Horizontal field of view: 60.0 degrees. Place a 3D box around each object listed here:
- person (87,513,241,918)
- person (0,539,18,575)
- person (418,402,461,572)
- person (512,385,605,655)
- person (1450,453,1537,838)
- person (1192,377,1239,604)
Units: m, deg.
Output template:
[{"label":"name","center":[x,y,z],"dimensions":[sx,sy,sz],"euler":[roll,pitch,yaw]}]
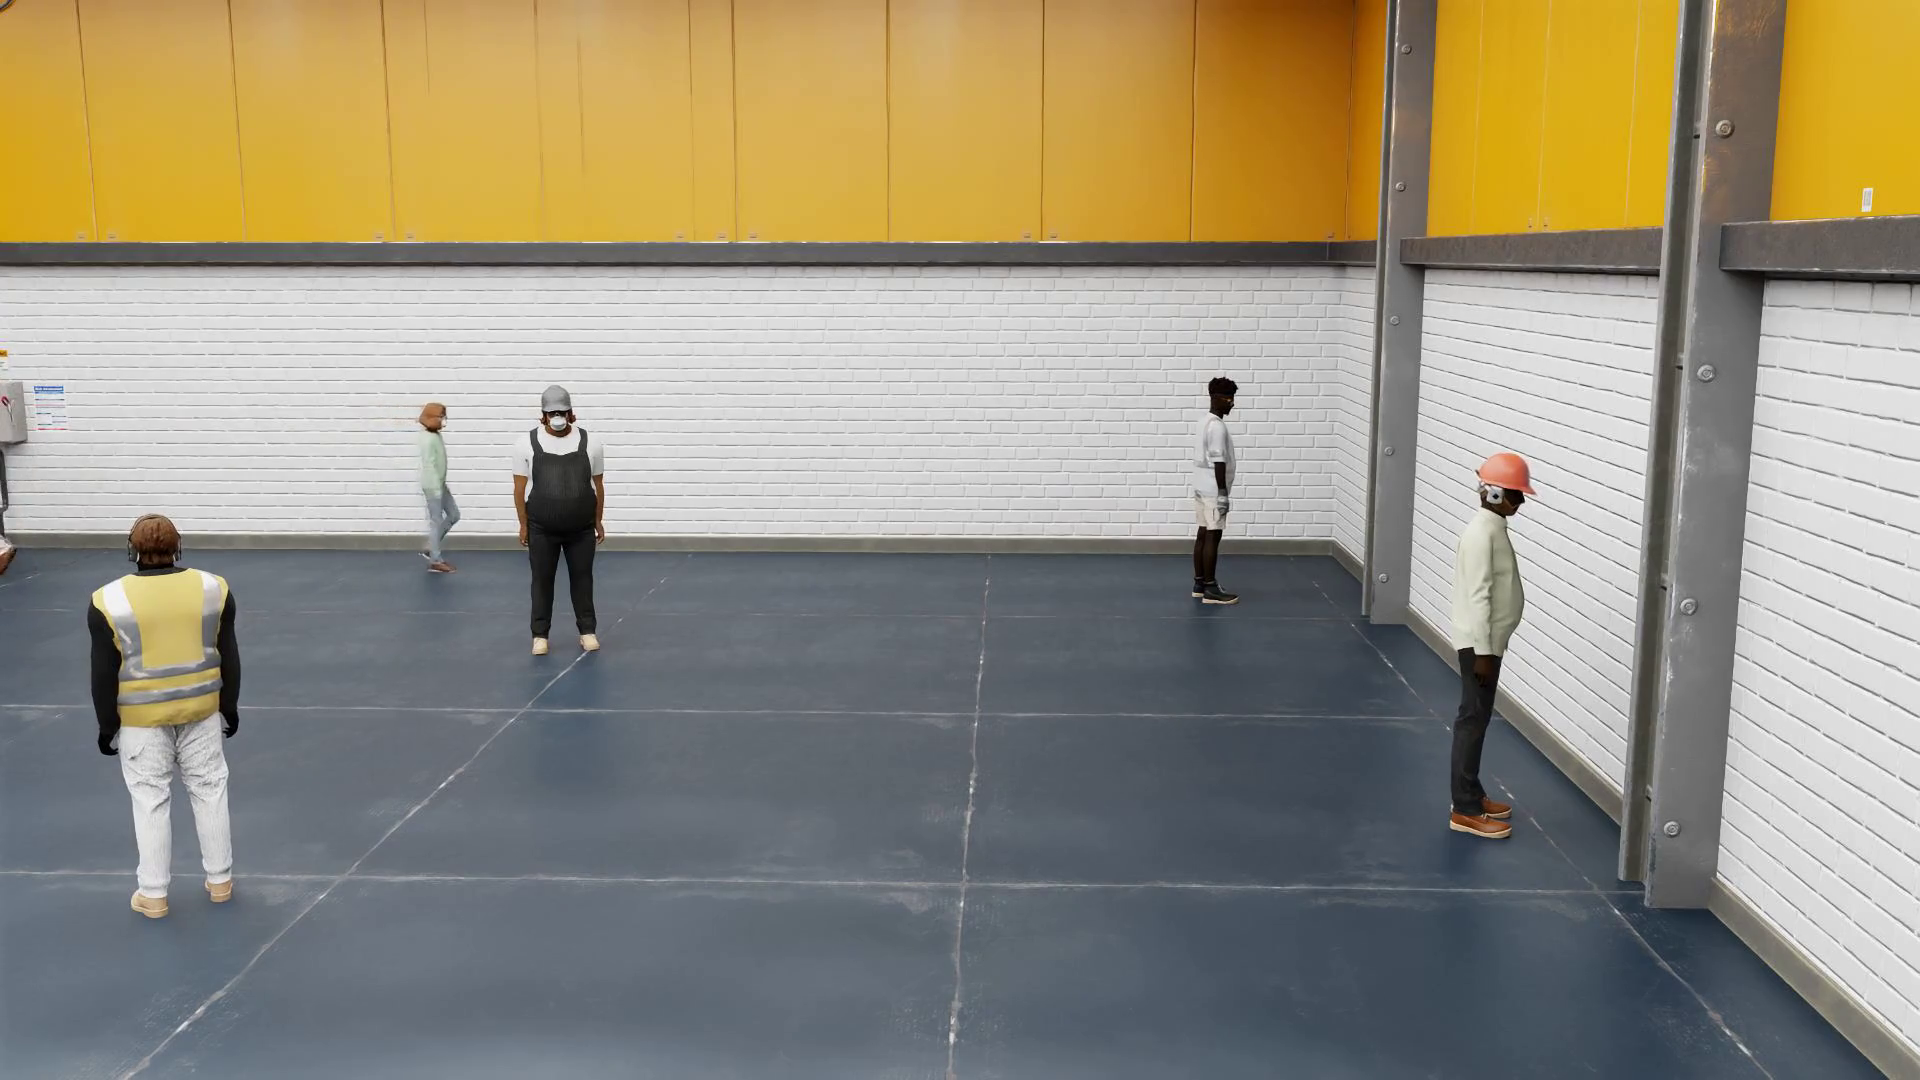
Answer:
[{"label":"person","center":[-3.613,0.791,7.591],"dimensions":[0.633,1.843,0.429],"euler":[-8,13,-39]},{"label":"person","center":[-9.340,-0.571,15.480],"dimensions":[0.890,1.874,0.646],"euler":[-3,10,-17]},{"label":"person","center":[-4.927,-0.495,15.746],"dimensions":[0.340,1.620,0.535],"euler":[-1,10,-6]},{"label":"person","center":[-3.000,-0.155,12.545],"dimensions":[0.685,2.000,0.538],"euler":[-4,10,-20]},{"label":"person","center":[2.758,0.532,8.677],"dimensions":[0.391,1.989,0.611],"euler":[4,10,21]},{"label":"person","center":[2.210,-0.435,14.424],"dimensions":[0.378,1.958,0.600],"euler":[-1,10,-7]}]
